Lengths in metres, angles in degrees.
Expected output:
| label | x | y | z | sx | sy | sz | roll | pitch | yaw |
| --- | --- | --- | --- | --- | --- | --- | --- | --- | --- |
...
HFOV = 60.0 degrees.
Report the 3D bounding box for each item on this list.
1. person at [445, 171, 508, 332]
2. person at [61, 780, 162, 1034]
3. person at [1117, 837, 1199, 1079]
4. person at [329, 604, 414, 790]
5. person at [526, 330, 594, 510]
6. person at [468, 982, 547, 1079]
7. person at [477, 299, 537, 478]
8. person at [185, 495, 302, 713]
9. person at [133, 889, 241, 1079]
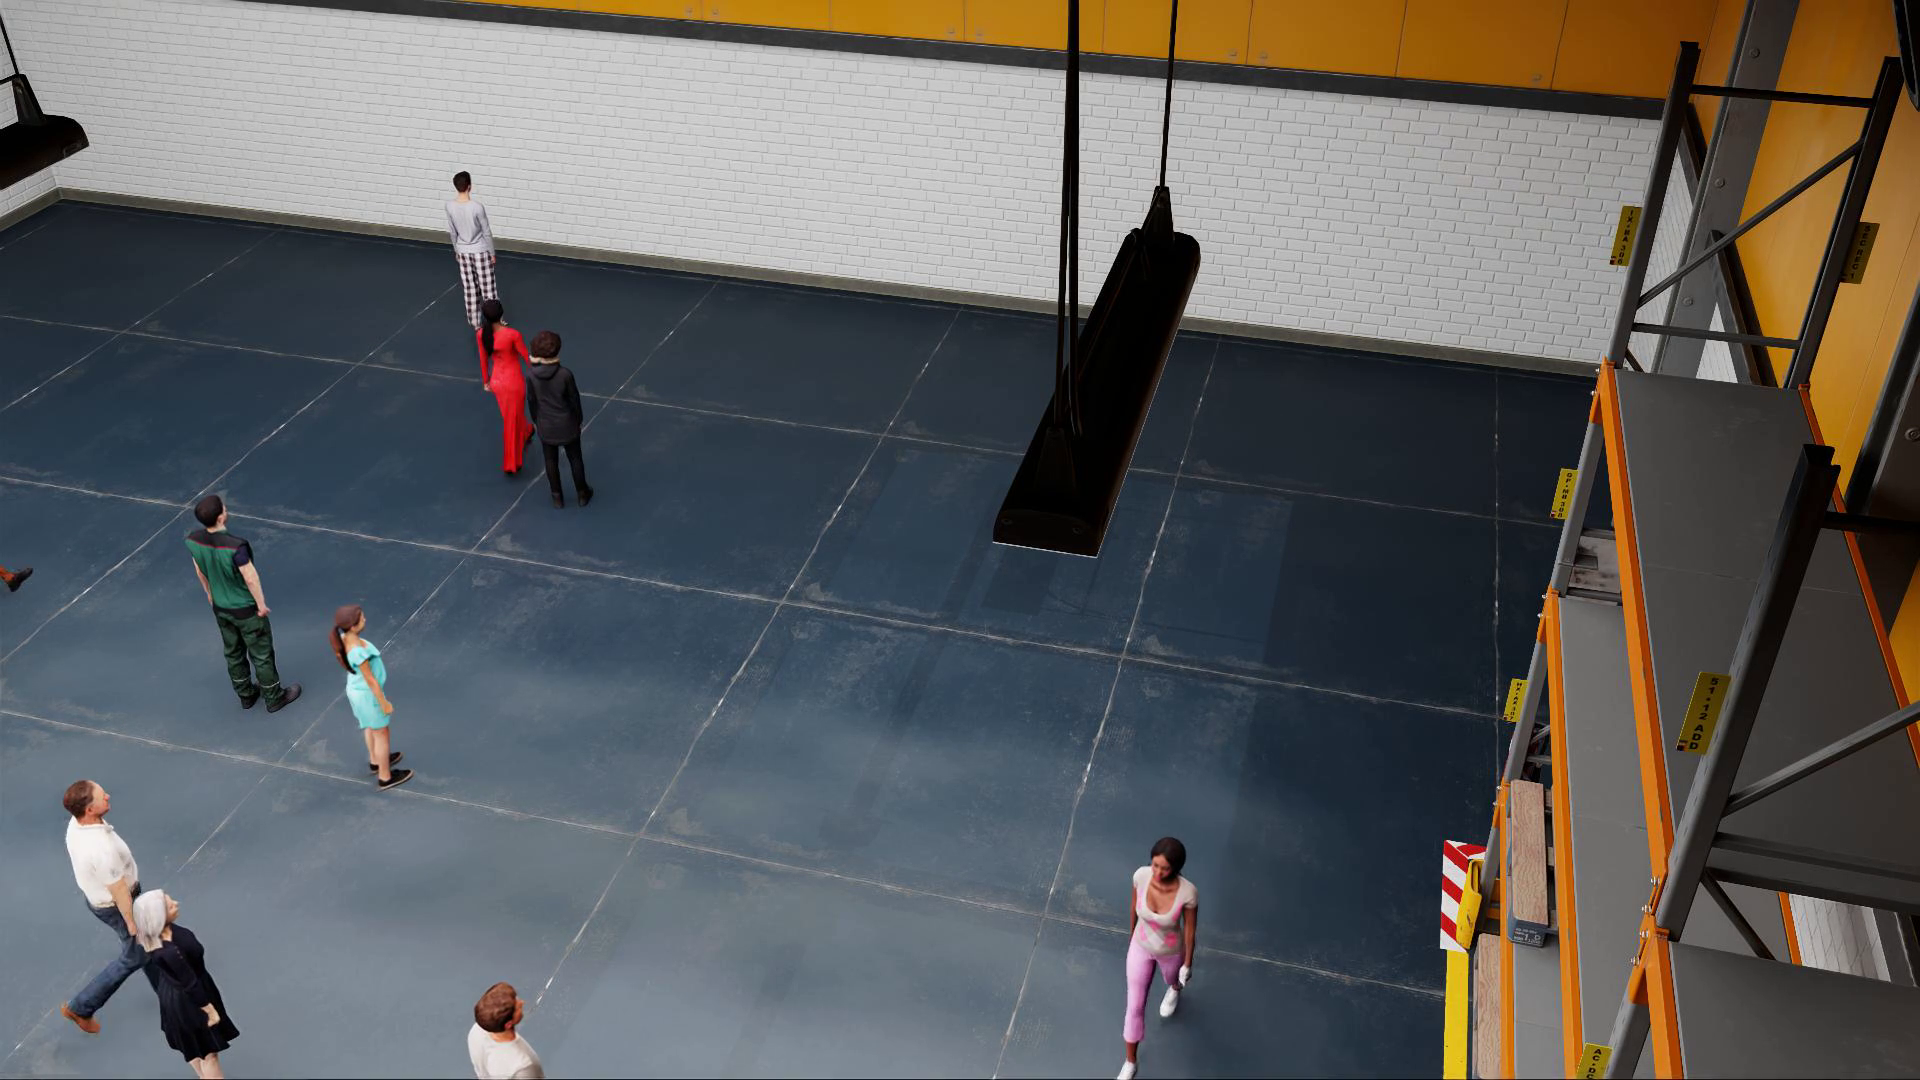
| label | x | y | z | sx | sy | sz | roll | pitch | yaw |
| --- | --- | --- | --- | --- | --- | --- | --- | --- | --- |
| person | -5.362 | -3.170 | 18.353 | 0.646 | 1.848 | 0.566 | 4 | 34 | 6 |
| person | -5.271 | 2.259 | 10.194 | 1.166 | 1.838 | 1.051 | -23 | 40 | -30 |
| person | 1.243 | 2.431 | 10.062 | 0.724 | 1.697 | 1.190 | 15 | 36 | 21 |
| person | -4.342 | 1.124 | 12.154 | 0.702 | 1.558 | 0.656 | -23 | 40 | -30 |
| person | -3.702 | -1.094 | 15.293 | 0.698 | 1.778 | 0.686 | -3 | 34 | -4 |
| person | -2.355 | 3.085 | 8.892 | 0.753 | 1.904 | 0.754 | 27 | 42 | 34 |
| person | -4.326 | -1.404 | 15.784 | 0.649 | 1.750 | 1.076 | 9 | 35 | 14 |
| person | -5.565 | 0.487 | 12.805 | 0.672 | 1.900 | 0.569 | 10 | 35 | 15 |
| person | -4.463 | 2.678 | 9.646 | 0.717 | 1.747 | 0.694 | -29 | 43 | -36 |
